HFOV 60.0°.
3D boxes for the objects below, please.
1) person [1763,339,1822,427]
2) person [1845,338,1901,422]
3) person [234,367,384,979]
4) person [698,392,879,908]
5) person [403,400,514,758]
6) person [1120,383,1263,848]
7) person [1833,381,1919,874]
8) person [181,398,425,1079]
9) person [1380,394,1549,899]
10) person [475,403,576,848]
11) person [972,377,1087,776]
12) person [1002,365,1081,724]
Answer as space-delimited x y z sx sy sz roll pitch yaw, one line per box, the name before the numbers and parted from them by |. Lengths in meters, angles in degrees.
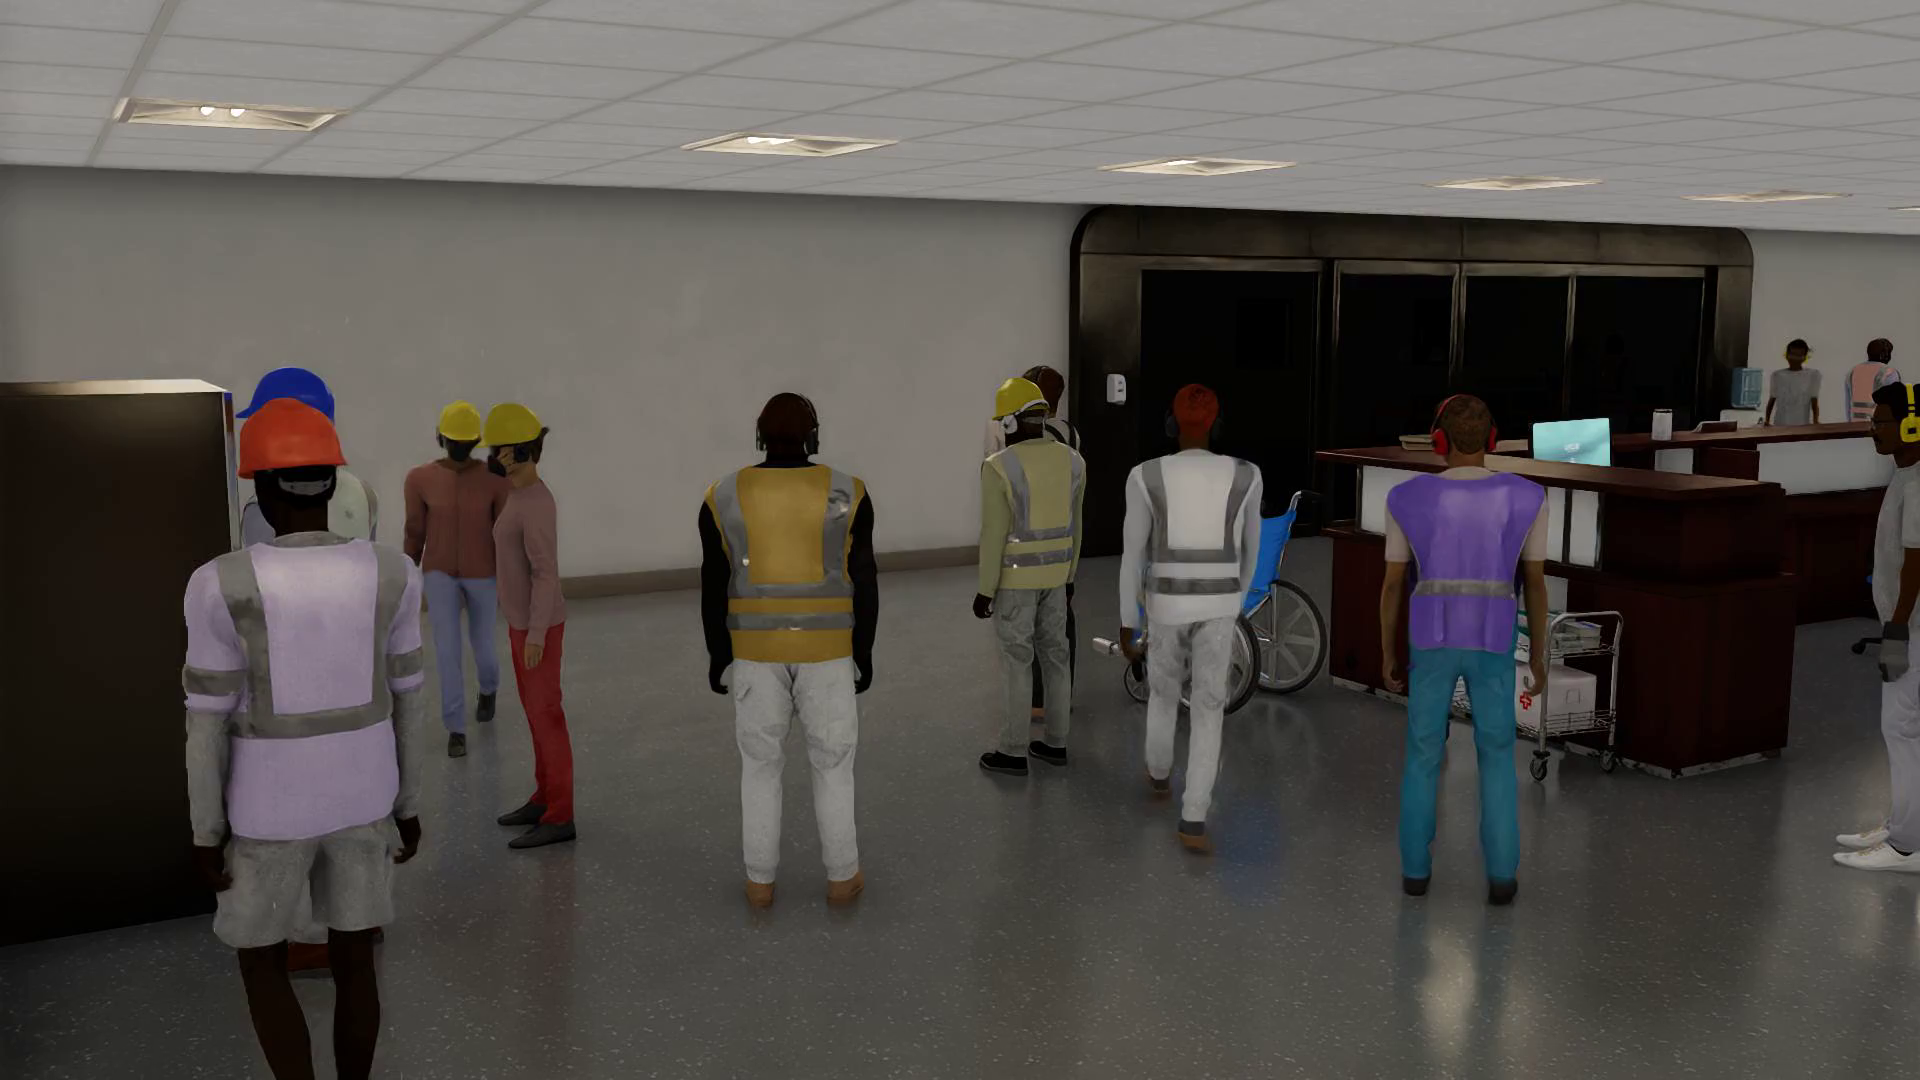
person | 8.475 -1.127 16.931 0.575 1.849 0.583 6 10 39
person | 9.385 -1.142 17.068 0.429 1.844 0.623 -3 8 -18
person | -2.077 0.422 5.343 0.381 1.951 0.605 1 8 9
person | -0.601 0.396 5.934 0.624 1.845 0.430 0 8 -1
person | -2.464 0.145 8.238 0.547 1.716 0.865 -2 8 -16
person | 0.942 0.275 6.843 0.582 1.826 1.019 1 8 5
person | 3.576 0.333 6.330 0.326 1.862 0.508 4 9 29
person | -1.542 0.627 3.974 0.551 1.923 0.468 -6 10 -36
person | 1.807 0.397 5.979 0.588 1.827 0.403 2 8 12
person | -1.738 0.337 6.635 0.331 1.765 0.533 -3 8 -21
person | 0.300 0.168 7.649 0.588 1.823 0.403 -6 10 -38
person | 0.429 0.023 8.606 0.344 1.846 0.506 4 9 28
